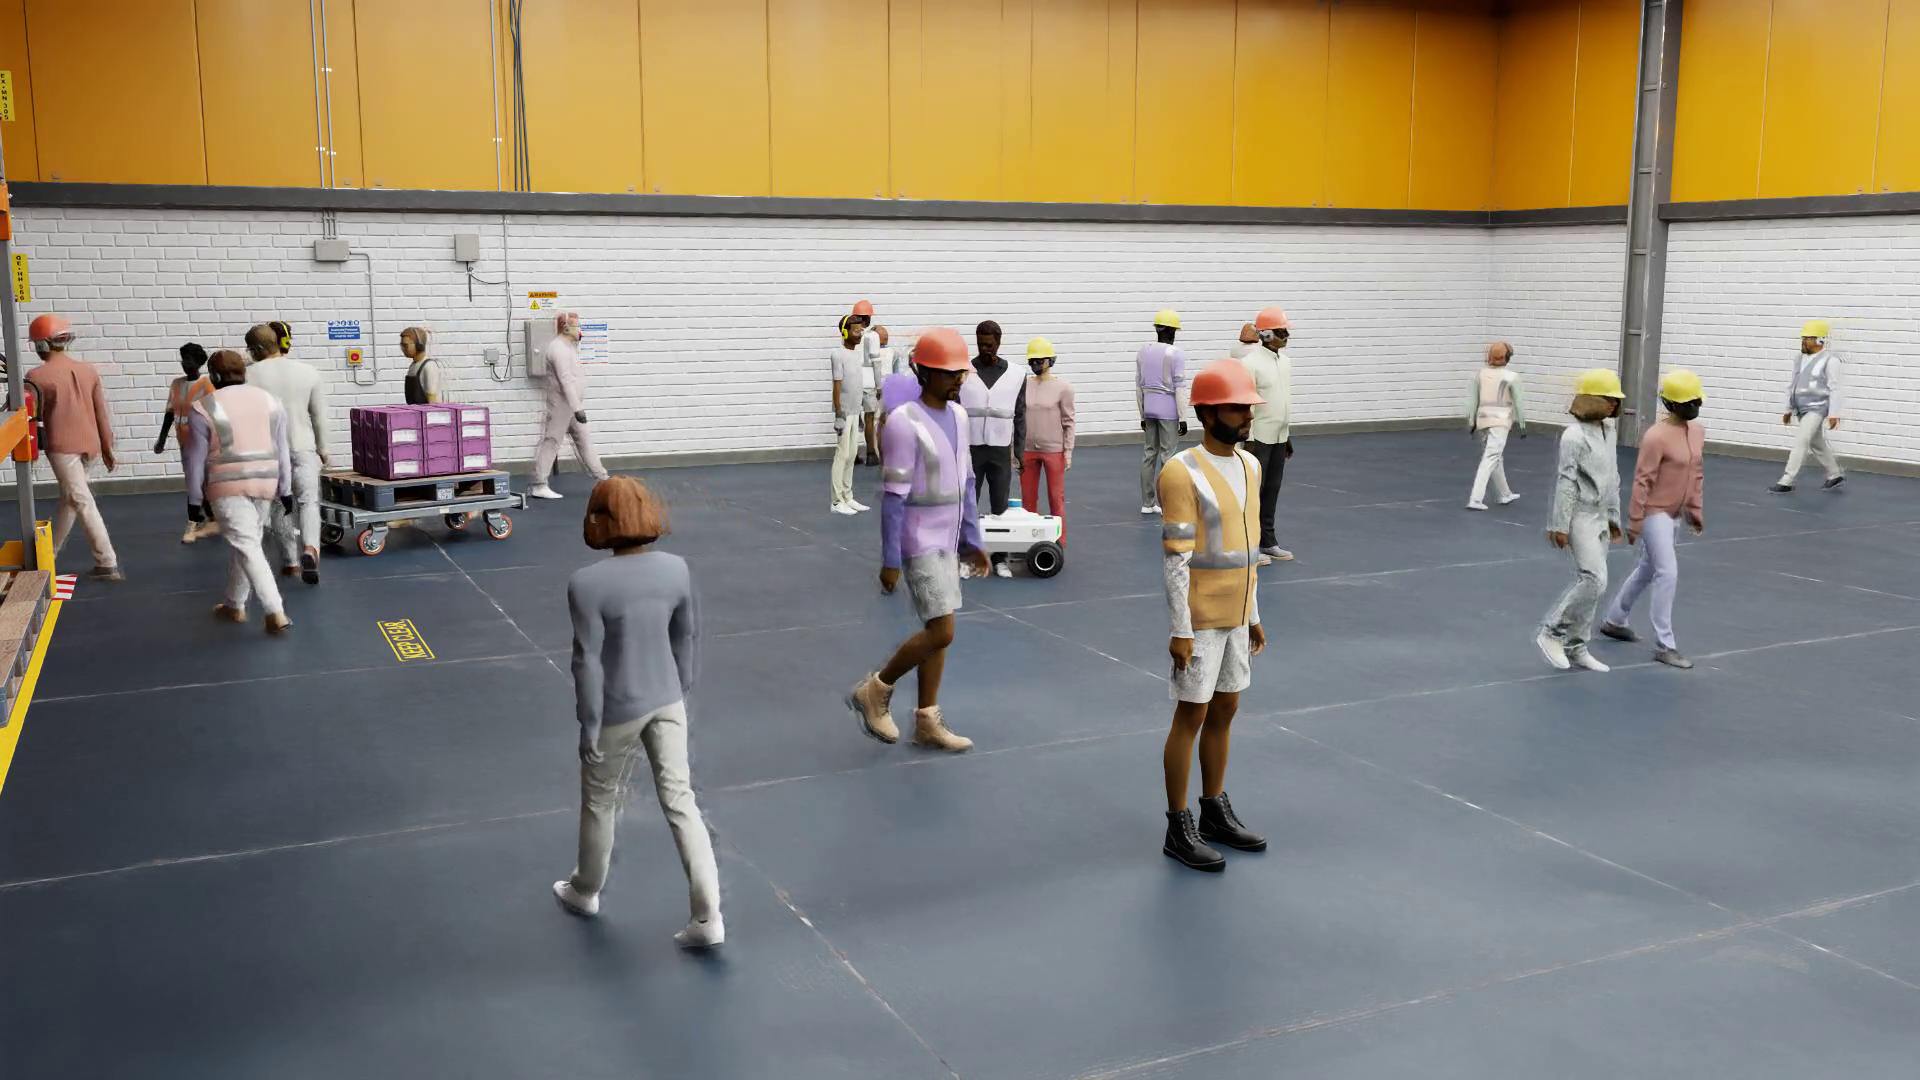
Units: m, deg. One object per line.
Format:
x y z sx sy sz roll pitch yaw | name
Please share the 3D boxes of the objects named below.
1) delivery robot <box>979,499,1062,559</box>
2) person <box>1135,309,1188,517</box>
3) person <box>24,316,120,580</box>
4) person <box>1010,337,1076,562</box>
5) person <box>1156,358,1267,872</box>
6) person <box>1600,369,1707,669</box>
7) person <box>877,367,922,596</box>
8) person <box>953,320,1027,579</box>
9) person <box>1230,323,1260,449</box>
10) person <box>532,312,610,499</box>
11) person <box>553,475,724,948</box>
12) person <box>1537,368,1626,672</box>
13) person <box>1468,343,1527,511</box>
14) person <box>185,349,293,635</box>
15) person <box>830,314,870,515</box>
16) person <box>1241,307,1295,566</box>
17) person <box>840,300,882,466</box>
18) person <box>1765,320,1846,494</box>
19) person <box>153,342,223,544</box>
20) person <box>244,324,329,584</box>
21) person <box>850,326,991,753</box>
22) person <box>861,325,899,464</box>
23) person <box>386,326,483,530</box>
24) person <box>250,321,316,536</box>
0.406 -0.066 12.488 0.707 0.478 0.477 1 9 2 | delivery robot
1.886 -1.174 15.422 0.376 1.926 0.585 -8 12 -39 | person
-6.663 -0.671 12.274 1.025 1.930 0.618 3 9 15 | person
0.631 -0.683 12.871 0.527 1.767 0.331 4 10 26 | person
0.988 0.277 6.374 0.353 1.942 0.545 9 13 43 | person
4.086 -0.159 9.789 0.599 1.719 0.728 -7 12 -38 | person
-0.341 -0.505 11.639 0.621 1.808 0.423 4 10 23 | person
0.201 -0.670 12.337 0.591 1.914 0.393 -1 9 -3 | person
3.559 -1.857 20.553 0.507 1.636 0.272 8 12 42 | person
-3.845 -1.330 16.609 0.988 1.858 0.648 0 9 -2 | person
-1.098 0.570 5.632 0.513 1.588 0.877 -9 13 -44 | person
3.567 -0.099 9.360 0.354 1.733 0.491 9 13 44 | person
5.141 -1.085 15.888 0.856 1.586 0.537 -6 11 -33 | person
-4.526 -0.305 10.490 0.990 1.789 0.630 6 11 35 | person
-1.039 -1.176 15.615 0.313 1.869 0.528 3 10 21 | person
2.393 -0.808 12.931 0.382 1.994 0.623 9 13 43 | person
-1.135 -1.827 19.436 0.543 1.939 0.371 6 11 31 | person
8.739 -1.360 17.030 0.939 1.788 0.600 -1 9 -9 | person
-6.461 -0.823 13.991 0.619 1.677 0.498 5 10 28 | person
-4.896 -0.613 12.055 0.652 1.897 0.853 -5 10 -27 | person
-0.154 0.012 7.792 0.532 2.022 0.602 4 10 25 | person
-0.933 -1.692 19.517 0.514 1.642 0.310 -7 11 -36 | person
-4.703 -1.015 14.862 0.992 1.798 0.527 -9 13 -44 | person
-5.790 -0.934 14.201 0.527 1.846 0.412 4 10 23 | person
